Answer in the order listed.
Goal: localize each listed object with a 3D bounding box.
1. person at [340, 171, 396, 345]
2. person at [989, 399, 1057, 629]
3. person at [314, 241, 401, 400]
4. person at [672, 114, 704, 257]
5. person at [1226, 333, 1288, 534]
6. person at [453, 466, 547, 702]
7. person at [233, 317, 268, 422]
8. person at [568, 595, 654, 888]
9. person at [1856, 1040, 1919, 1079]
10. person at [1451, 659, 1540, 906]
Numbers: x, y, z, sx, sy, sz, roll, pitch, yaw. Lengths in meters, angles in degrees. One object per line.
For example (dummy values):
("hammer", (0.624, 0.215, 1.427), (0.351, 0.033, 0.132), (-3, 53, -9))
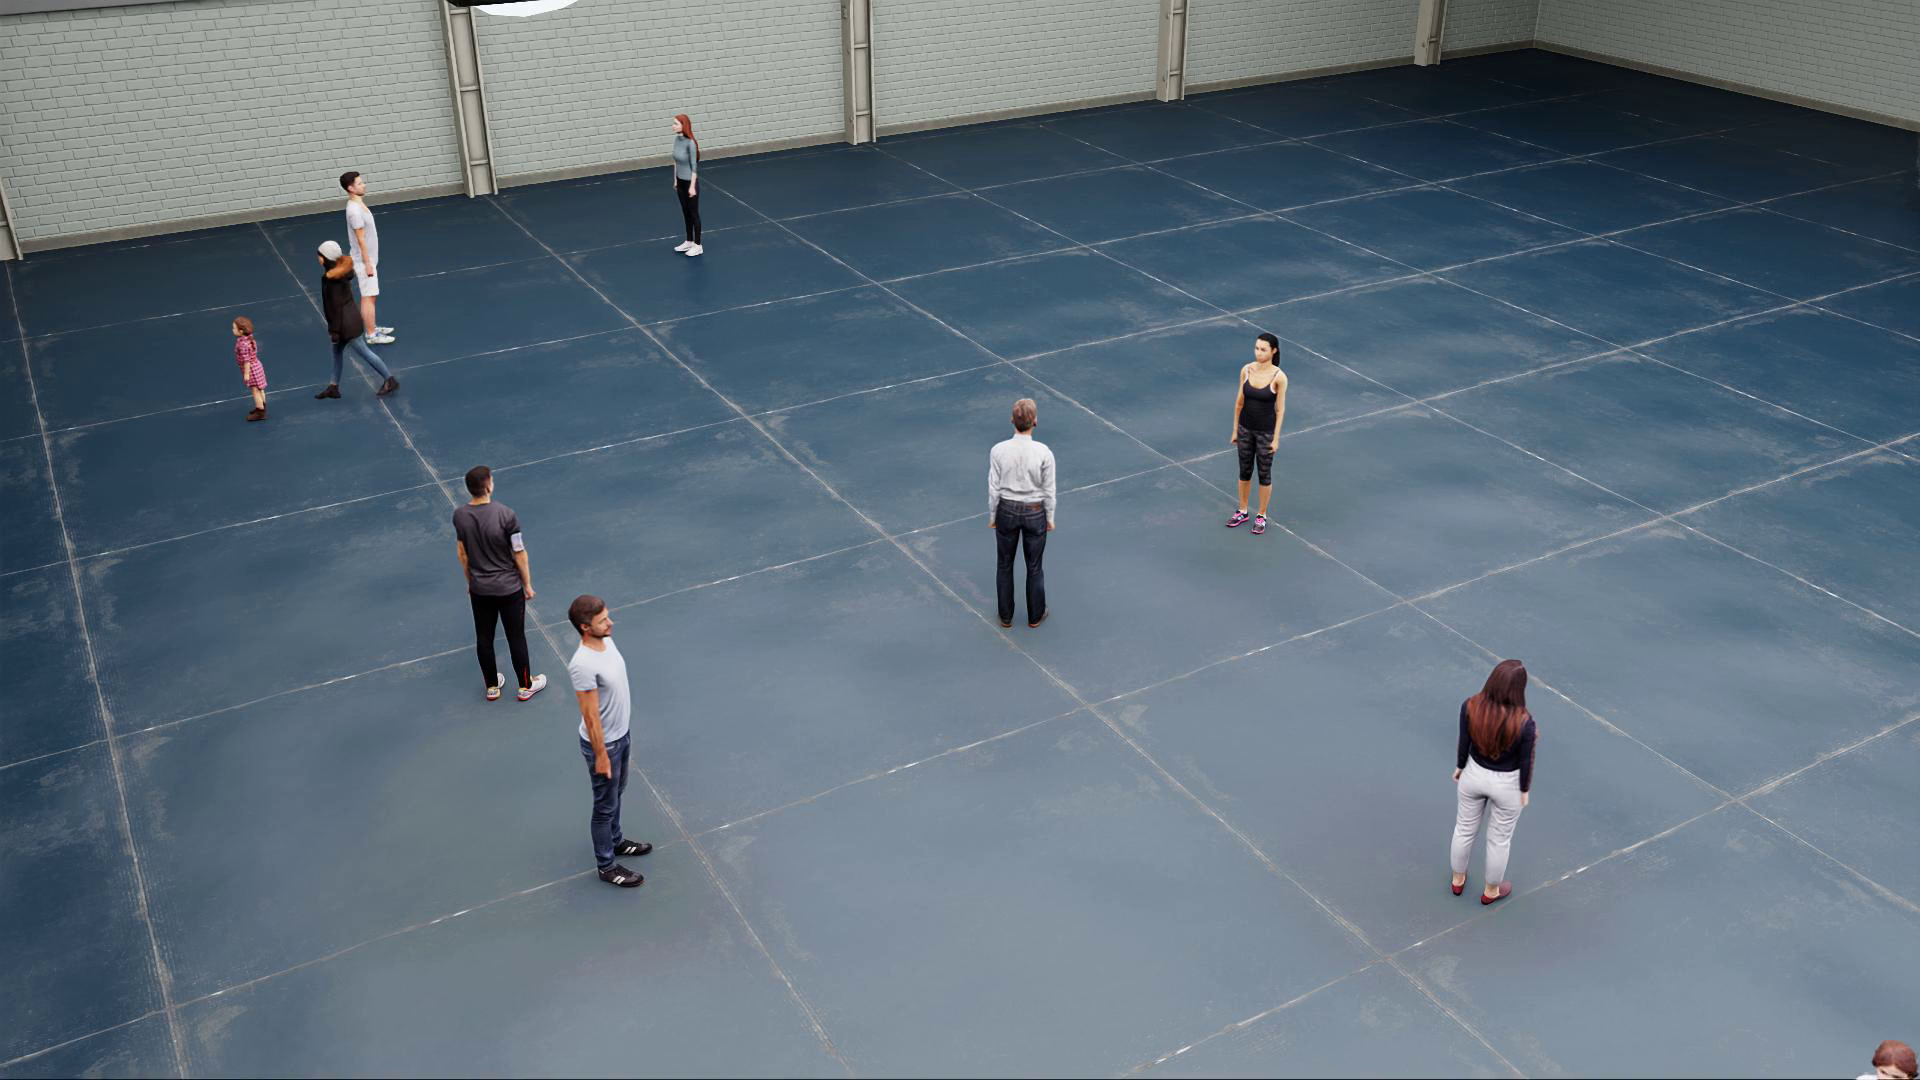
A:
("person", (-6.391, -3.035, 17.829), (0.623, 1.854, 0.726), (-9, 29, -17))
("person", (0.455, -0.199, 12.357), (0.707, 1.820, 0.801), (3, 27, 6))
("person", (-5.955, -2.133, 16.361), (1.106, 1.593, 0.767), (-9, 29, -17))
("person", (-3.379, -4.403, 20.607), (0.575, 1.742, 0.607), (-20, 33, -33))
("person", (2.482, -0.900, 13.818), (0.659, 1.729, 0.672), (17, 32, 30))
("person", (-3.199, 0.307, 11.435), (0.686, 1.765, 0.779), (3, 27, 6))
("person", (-6.857, -1.666, 16.077), (0.515, 1.022, 0.483), (-4, 28, -8))
("person", (-2.078, 1.148, 9.691), (0.720, 1.867, 0.709), (1, 27, 1))
("person", (4.124, 2.700, 7.504), (0.527, 1.109, 0.573), (16, 31, 28))
("person", (3.055, 1.378, 9.527), (0.678, 1.608, 0.669), (19, 33, 32))
